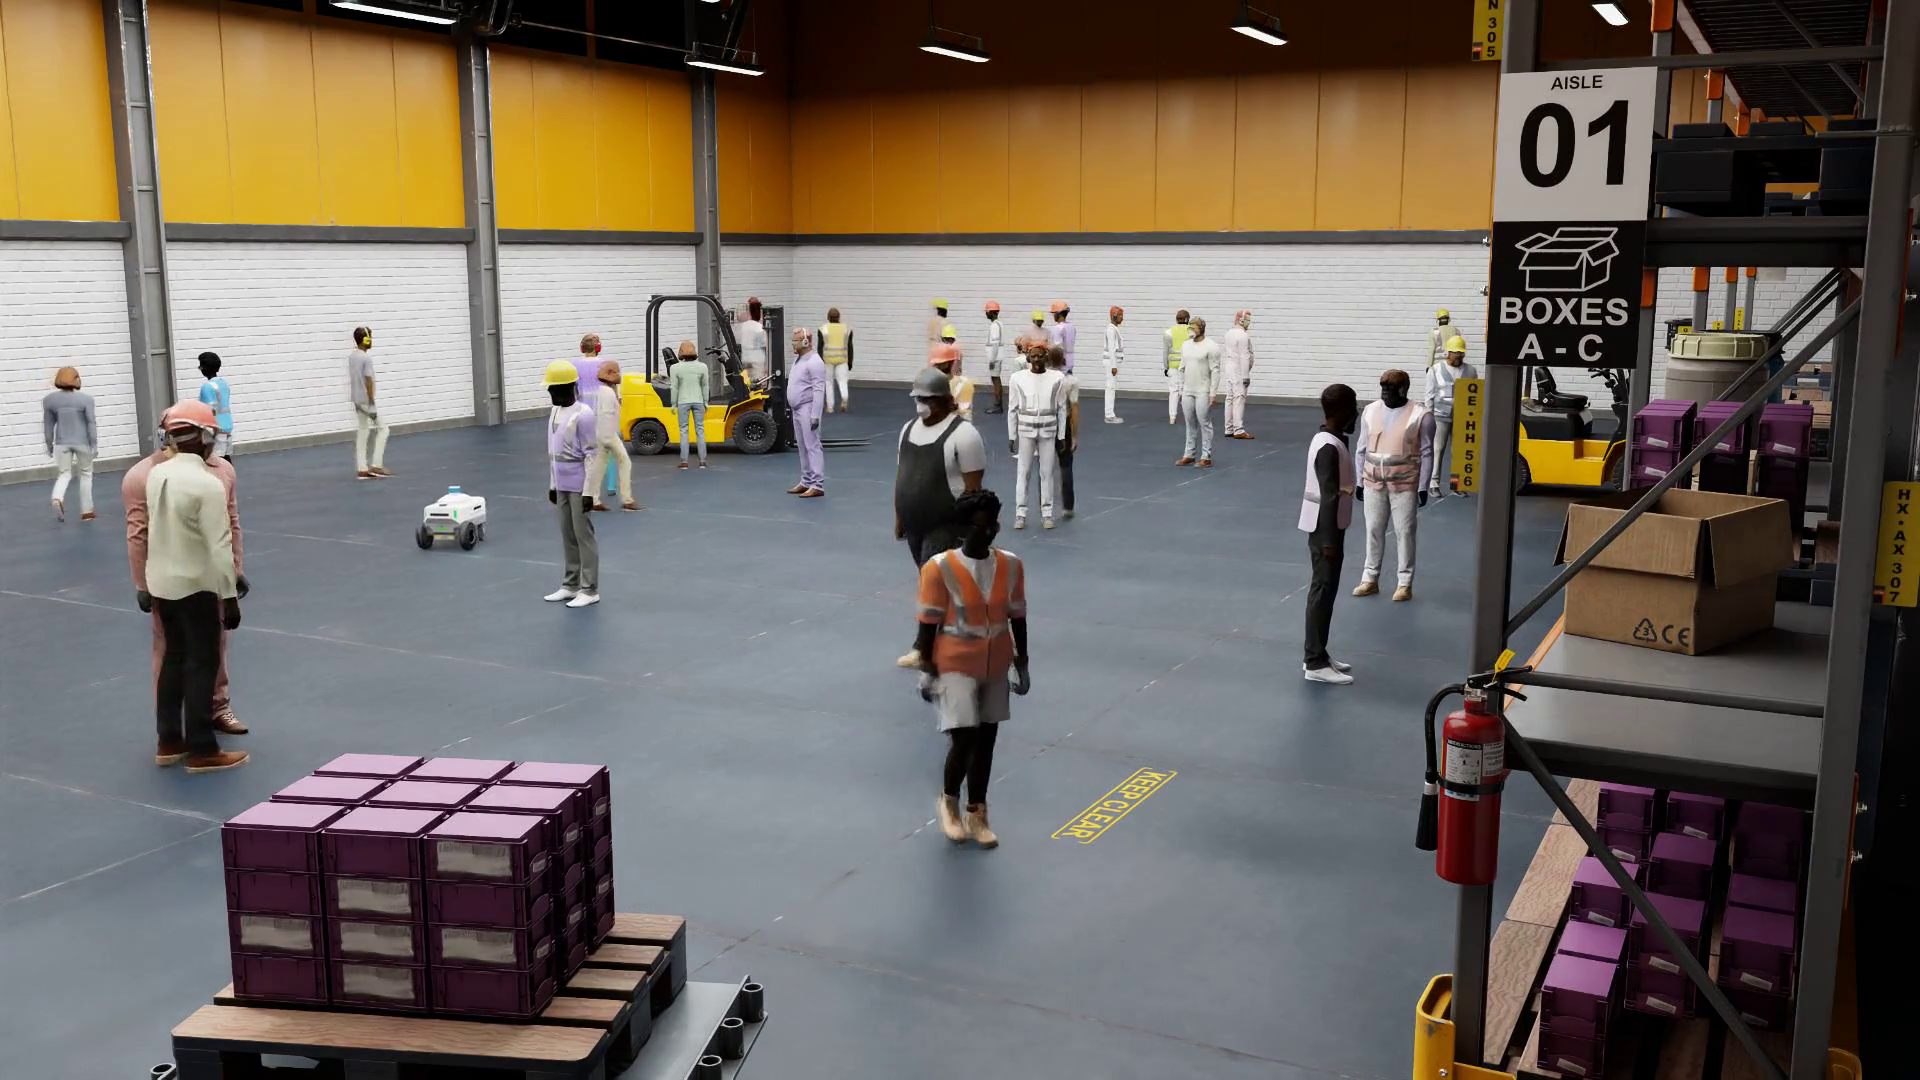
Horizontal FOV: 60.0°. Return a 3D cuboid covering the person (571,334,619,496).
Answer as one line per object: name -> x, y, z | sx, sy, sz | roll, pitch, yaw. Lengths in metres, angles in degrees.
person -> -4.118, -1.391, 18.716 | 0.563, 1.838, 0.390 | -3, 10, -15

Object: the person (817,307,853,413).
person -> -2.129, -3.060, 28.429 | 0.636, 1.819, 0.704 | -3, 10, -15

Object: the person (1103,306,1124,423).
person -> 2.491, -2.836, 26.936 | 0.355, 1.887, 0.574 | 1, 10, 5

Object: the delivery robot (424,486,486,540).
delivery robot -> -4.737, -0.261, 15.613 | 0.477, 0.478, 0.707 | 1, 10, 7

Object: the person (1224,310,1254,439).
person -> 4.151, -2.449, 24.664 | 0.402, 1.901, 0.638 | -2, 10, -13

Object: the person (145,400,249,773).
person -> -4.073, 0.250, 8.833 | 0.706, 1.973, 0.485 | 6, 12, 32

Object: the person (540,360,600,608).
person -> -3.030, -0.436, 12.942 | 0.383, 1.922, 0.587 | -8, 13, -40

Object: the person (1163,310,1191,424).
person -> 3.570, -2.769, 26.705 | 0.621, 1.837, 0.429 | 3, 10, 17

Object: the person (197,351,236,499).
person -> -7.981, -1.171, 17.841 | 0.316, 1.698, 0.541 | -1, 10, -7

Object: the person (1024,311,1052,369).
person -> 1.419, -3.171, 29.361 | 0.528, 1.724, 0.893 | -4, 11, -24

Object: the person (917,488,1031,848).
person -> 0.076, 0.595, 7.635 | 0.554, 1.683, 0.367 | -5, 11, -29

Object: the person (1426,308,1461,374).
person -> 8.045, -2.945, 27.760 | 0.589, 1.821, 0.404 | -3, 10, -15

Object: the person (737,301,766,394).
person -> -3.344, -2.961, 27.473 | 0.645, 1.946, 0.620 | 6, 11, 31

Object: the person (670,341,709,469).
person -> -3.444, -1.721, 21.214 | 0.499, 1.633, 0.289 | -4, 11, -22

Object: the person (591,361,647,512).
person -> -3.638, -1.088, 17.630 | 0.704, 1.608, 0.514 | -4, 11, -23

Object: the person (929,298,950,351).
person -> -0.441, -3.582, 31.232 | 0.806, 1.903, 0.594 | -6, 12, -32

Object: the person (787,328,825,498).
person -> -1.756, -1.434, 18.769 | 0.402, 1.906, 0.651 | -5, 11, -26

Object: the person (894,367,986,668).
person -> -0.122, -0.217, 11.333 | 0.692, 2.000, 0.966 | 9, 13, 42

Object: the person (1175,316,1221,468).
person -> 3.046, -1.889, 21.308 | 0.354, 1.937, 0.635 | -8, 13, -39

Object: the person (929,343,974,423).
person -> -0.128, -0.963, 16.109 | 0.555, 1.877, 1.014 | 5, 11, 26

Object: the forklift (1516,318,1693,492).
forklift -> 7.066, -1.601, 18.899 | 2.313, 2.155, 1.214 | 5, 11, 27

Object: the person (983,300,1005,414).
person -> 0.571, -3.130, 28.497 | 0.373, 1.934, 0.551 | 1, 10, 8

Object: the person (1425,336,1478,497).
person -> 5.536, -1.383, 18.717 | 0.594, 1.824, 0.403 | 0, 10, 0

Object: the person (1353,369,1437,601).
person -> 3.422, -0.437, 13.187 | 0.630, 1.840, 0.429 | 8, 12, 37

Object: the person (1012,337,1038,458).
person -> 0.872, -1.906, 22.308 | 0.325, 1.631, 0.521 | 6, 12, 32

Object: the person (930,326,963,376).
person -> -0.215, -2.180, 23.621 | 0.521, 1.726, 0.901 | -4, 11, -21

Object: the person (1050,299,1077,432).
person -> 1.531, -2.635, 25.330 | 0.393, 2.039, 0.613 | 5, 11, 29

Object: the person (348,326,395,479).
person -> -7.163, -1.668, 20.259 | 0.570, 1.853, 0.535 | 9, 13, 41

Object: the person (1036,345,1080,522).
person -> 0.982, -1.092, 17.056 | 0.530, 1.802, 0.890 | 2, 10, 12

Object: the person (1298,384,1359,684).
person -> 2.371, -0.050, 10.715 | 0.379, 1.918, 0.597 | 2, 10, 11

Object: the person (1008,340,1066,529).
person -> 0.768, -1.044, 16.574 | 0.584, 1.882, 0.337 | 0, 10, -1

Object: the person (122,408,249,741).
person -> -4.300, 0.197, 9.326 | 0.401, 1.907, 0.646 | 8, 12, 38

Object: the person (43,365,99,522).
person -> -9.041, -0.964, 16.901 | 0.503, 1.615, 0.640 | -1, 10, -8

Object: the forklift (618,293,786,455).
forklift -> -3.588, -2.317, 23.042 | 2.313, 2.155, 1.214 | -1, 10, -5

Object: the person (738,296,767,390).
person -> -3.973, -3.758, 32.219 | 0.637, 1.910, 0.403 | 0, 10, -2
